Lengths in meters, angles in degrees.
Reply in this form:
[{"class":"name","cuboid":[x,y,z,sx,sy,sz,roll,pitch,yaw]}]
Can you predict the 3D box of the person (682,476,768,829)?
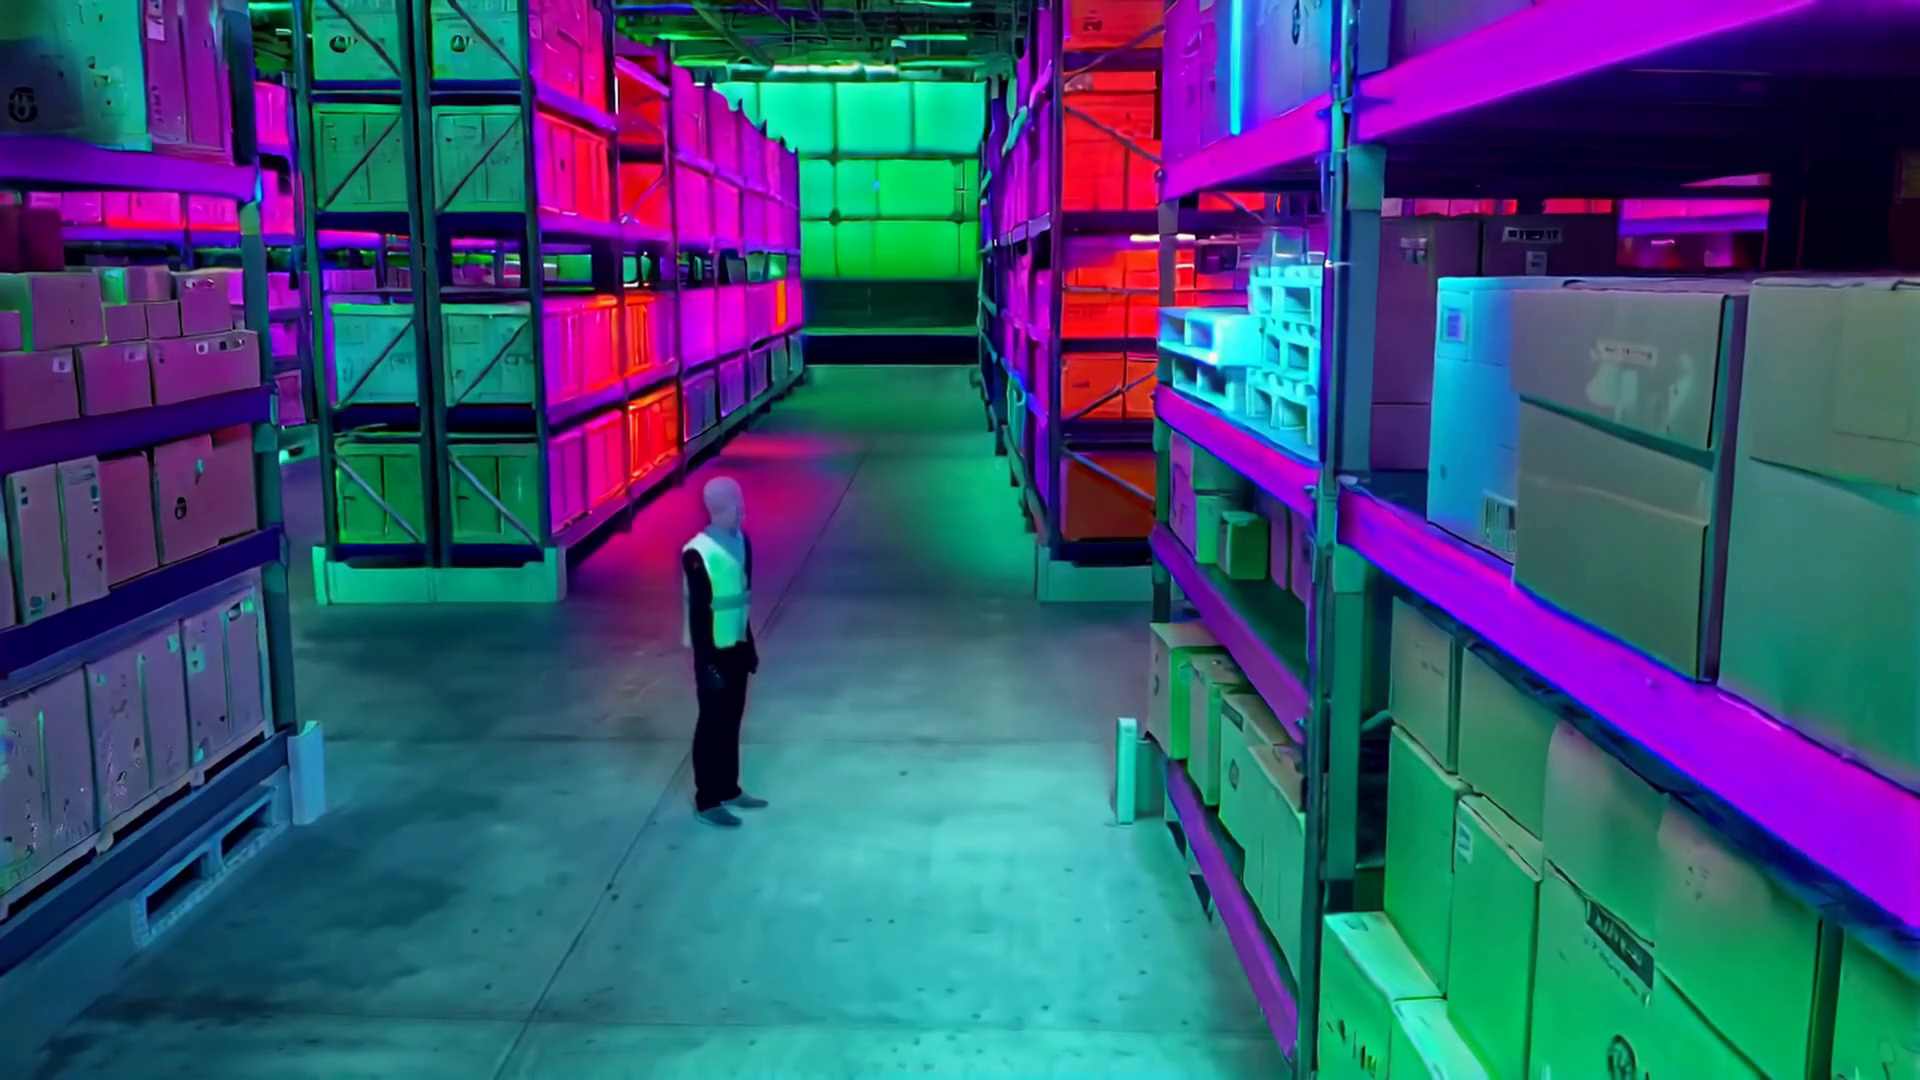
[{"class":"person","cuboid":[-1.305,0.599,9.130,0.390,1.919,0.591,3,10,19]}]
